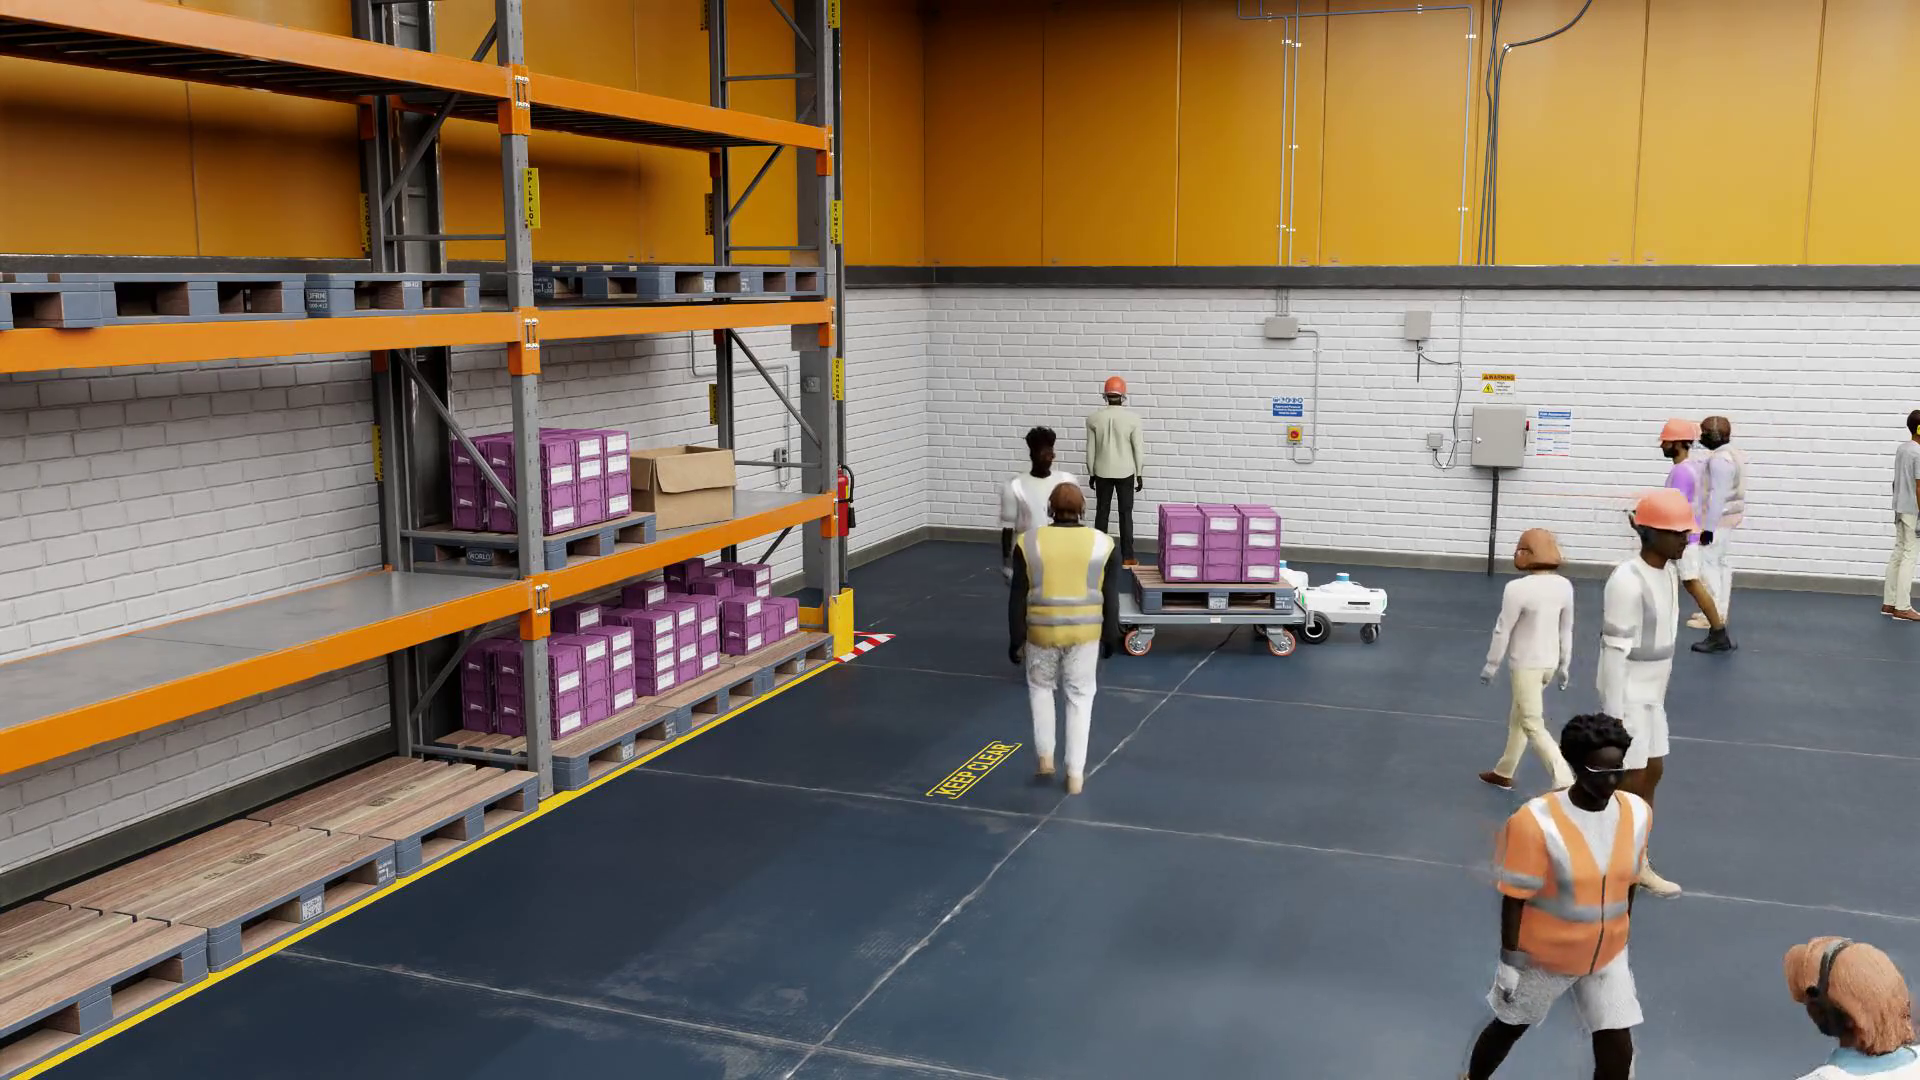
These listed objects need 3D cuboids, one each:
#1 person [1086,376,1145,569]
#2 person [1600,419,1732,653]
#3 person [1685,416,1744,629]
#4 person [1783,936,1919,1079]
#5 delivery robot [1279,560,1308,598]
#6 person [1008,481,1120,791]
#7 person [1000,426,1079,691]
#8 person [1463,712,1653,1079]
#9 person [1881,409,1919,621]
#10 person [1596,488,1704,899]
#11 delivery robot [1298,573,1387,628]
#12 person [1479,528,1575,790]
[{"bbox_3d":[1.608,-0.695,17.217,0.612,1.997,0.376,3,10,18],"label":"person"},{"bbox_3d":[5.785,-0.031,13.400,0.996,1.888,0.565,4,10,21],"label":"person"},{"bbox_3d":[6.500,-0.147,14.330,0.431,1.831,0.644,5,10,28],"label":"person"},{"bbox_3d":[2.004,1.666,3.593,0.550,1.607,0.700,-3,9,-16],"label":"person"},{"bbox_3d":[2.775,0.420,14.438,0.477,0.478,0.707,4,10,26],"label":"delivery robot"},{"bbox_3d":[0.617,0.557,9.900,0.663,1.821,0.585,0,9,2],"label":"person"},{"bbox_3d":[0.583,0.114,12.301,0.624,1.951,0.714,-3,10,-18],"label":"person"},{"bbox_3d":[1.980,1.337,5.545,0.552,1.651,0.813,-3,9,-15],"label":"person"},{"bbox_3d":[8.405,-0.226,14.669,0.316,1.870,0.531,1,9,7],"label":"person"},{"bbox_3d":[3.246,0.732,8.172,0.670,2.023,0.619,8,12,42],"label":"person"},{"bbox_3d":[3.174,0.519,13.812,0.707,0.478,0.477,1,9,8],"label":"delivery robot"},{"bbox_3d":[3.304,0.732,9.515,0.507,1.599,0.819,-5,11,-31],"label":"person"}]
